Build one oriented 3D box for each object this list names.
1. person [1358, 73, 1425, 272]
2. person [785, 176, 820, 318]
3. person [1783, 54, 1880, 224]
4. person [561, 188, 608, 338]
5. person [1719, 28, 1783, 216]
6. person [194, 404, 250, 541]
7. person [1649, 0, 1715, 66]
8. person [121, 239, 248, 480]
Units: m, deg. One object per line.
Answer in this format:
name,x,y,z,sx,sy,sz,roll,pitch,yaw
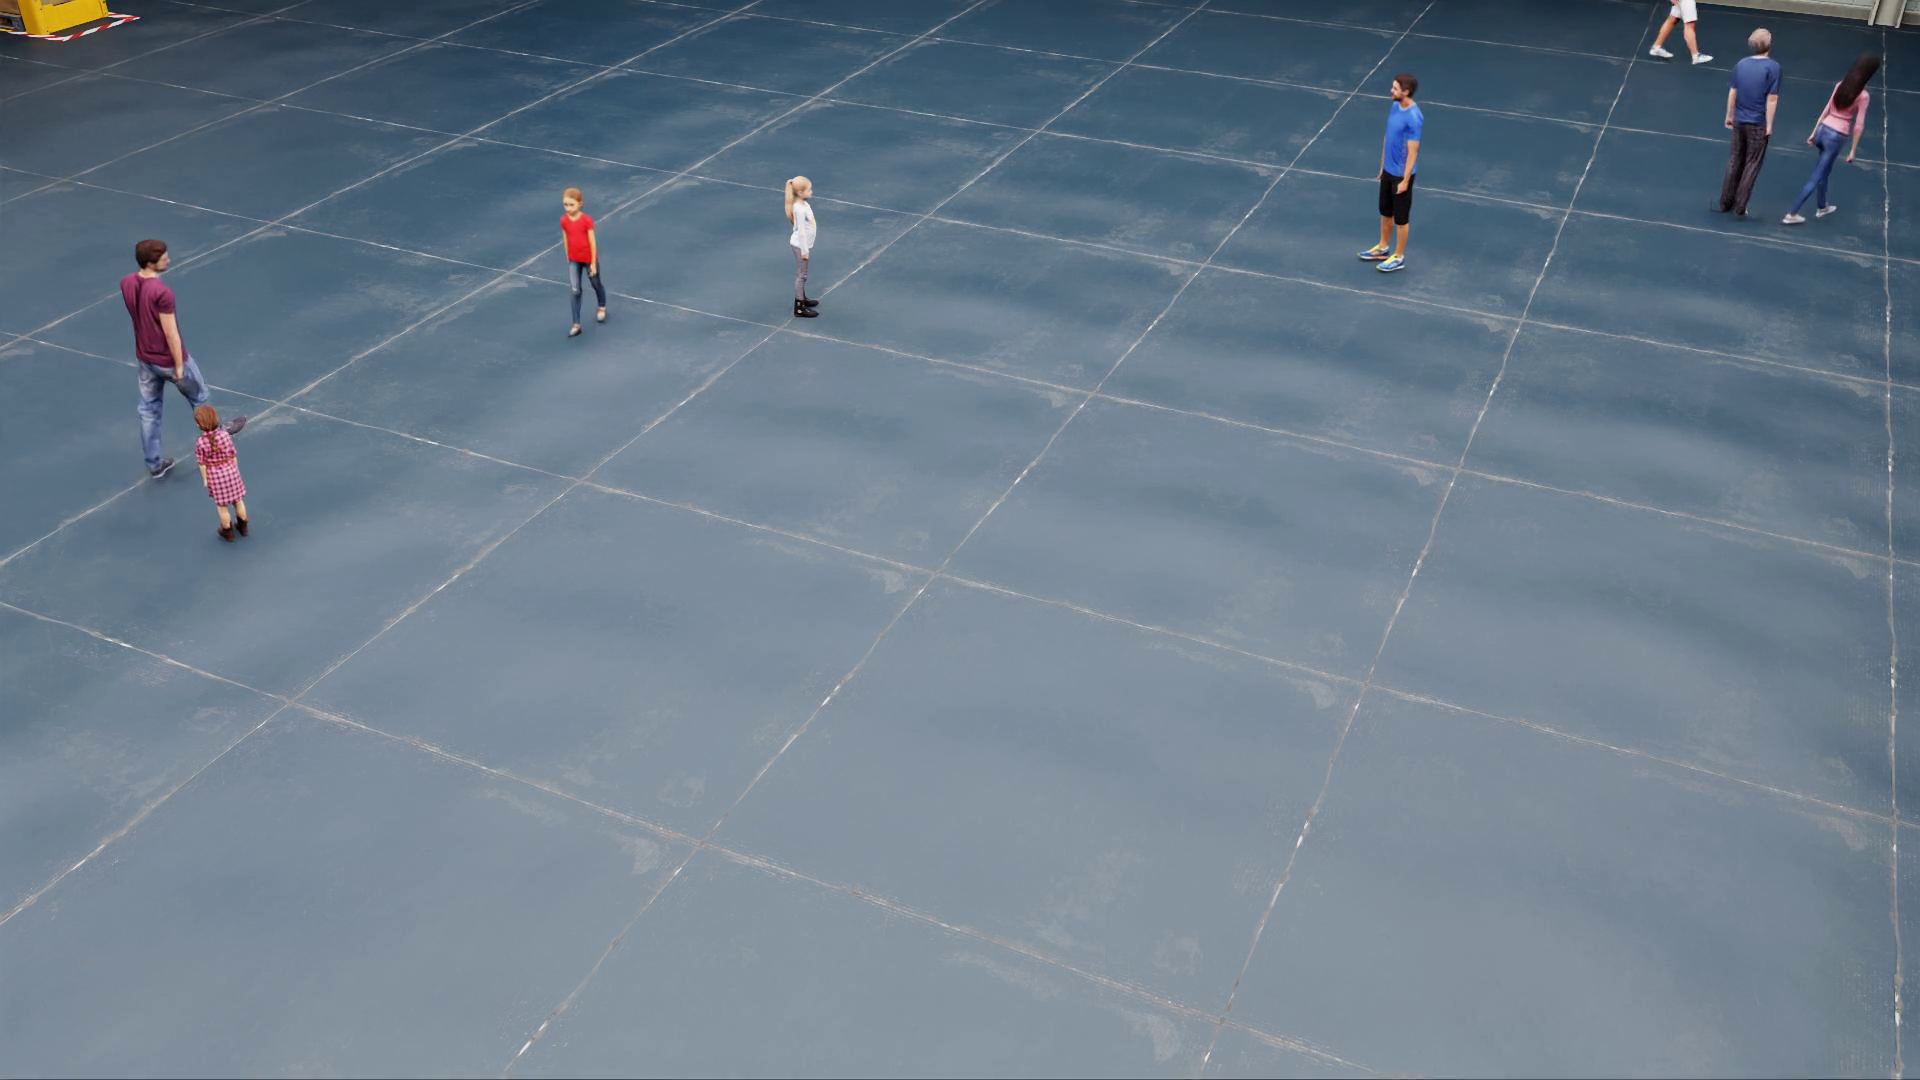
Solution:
person,4.129,-3.468,15.638,0.751,1.866,0.701,-9,33,-14
person,-1.423,-2.636,14.872,0.596,1.275,0.561,-2,32,-3
person,8.643,-3.980,16.597,1.004,1.708,0.931,-10,34,-16
person,-3.274,-2.475,14.614,0.878,1.278,0.708,4,33,7
person,7.982,-4.190,16.797,0.889,1.850,0.759,-16,36,-23
person,-5.198,-0.476,11.687,0.501,1.021,0.470,26,41,35
person,9.282,-7.079,21.412,1.236,1.812,0.972,28,42,37
person,-5.951,-1.296,12.273,1.091,1.782,0.841,9,33,14
